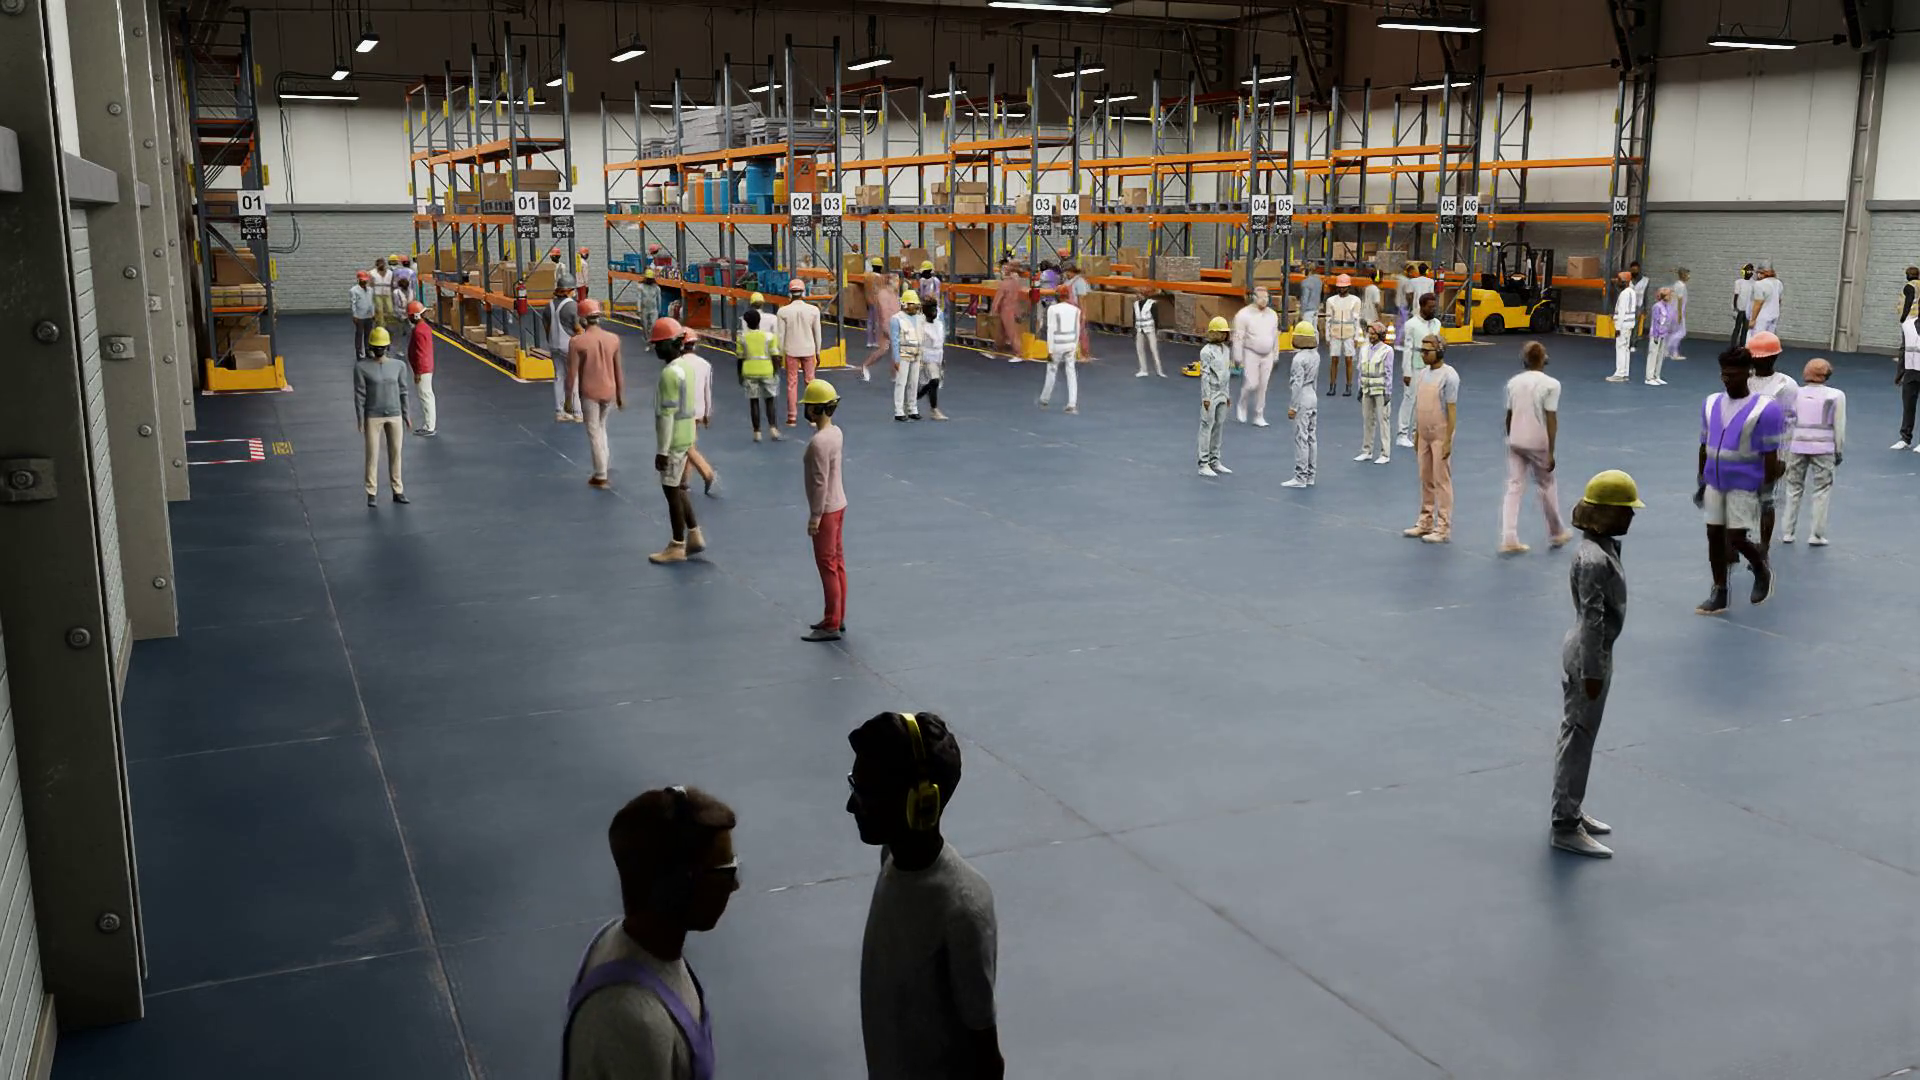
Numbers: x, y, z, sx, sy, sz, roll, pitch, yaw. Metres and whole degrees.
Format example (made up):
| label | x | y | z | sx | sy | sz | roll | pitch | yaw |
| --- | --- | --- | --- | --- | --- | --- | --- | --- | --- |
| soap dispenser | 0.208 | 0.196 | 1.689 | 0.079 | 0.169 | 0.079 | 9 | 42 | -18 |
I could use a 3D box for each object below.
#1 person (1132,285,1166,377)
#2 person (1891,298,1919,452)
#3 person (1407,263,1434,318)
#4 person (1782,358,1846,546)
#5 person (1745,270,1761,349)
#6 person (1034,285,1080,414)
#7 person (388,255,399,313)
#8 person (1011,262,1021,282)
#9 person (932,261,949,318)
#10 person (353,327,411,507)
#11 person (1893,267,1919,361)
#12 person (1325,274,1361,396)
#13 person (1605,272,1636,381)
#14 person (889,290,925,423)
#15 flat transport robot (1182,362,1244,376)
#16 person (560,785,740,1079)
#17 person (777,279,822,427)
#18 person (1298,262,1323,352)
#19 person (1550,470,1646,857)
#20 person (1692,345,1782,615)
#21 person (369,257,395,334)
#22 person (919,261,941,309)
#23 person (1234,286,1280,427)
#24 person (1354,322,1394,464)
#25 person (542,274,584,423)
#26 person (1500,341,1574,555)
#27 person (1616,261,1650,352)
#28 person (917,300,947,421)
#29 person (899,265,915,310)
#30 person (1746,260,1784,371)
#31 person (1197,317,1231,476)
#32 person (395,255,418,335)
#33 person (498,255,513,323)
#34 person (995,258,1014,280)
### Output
| label | x | y | z | sx | sy | sz | roll | pitch | yaw |
| --- | --- | --- | --- | --- | --- | --- | --- | --- | --- |
| person | 3.337 | -3.668 | 29.278 | 0.645 | 1.610 | 0.413 | 11 | 15 | 43 |
| person | 11.652 | -2.022 | 20.146 | 0.397 | 1.911 | 0.588 | -6 | 13 | -28 |
| person | 9.402 | -4.716 | 33.937 | 0.532 | 1.868 | 0.310 | 4 | 12 | 20 |
| person | 7.355 | -0.758 | 14.424 | 0.541 | 1.630 | 0.380 | 11 | 16 | 44 |
| person | 15.434 | -4.365 | 32.220 | 0.344 | 1.842 | 0.506 | 5 | 12 | 22 |
| person | 1.442 | -2.779 | 24.152 | 0.610 | 1.836 | 0.956 | -6 | 13 | -28 |
| person | -15.430 | -6.911 | 45.410 | 0.304 | 1.743 | 0.494 | -7 | 13 | -32 |
| person | 1.425 | -6.248 | 42.323 | 0.276 | 1.633 | 0.507 | -2 | 11 | -9 |
| person | -0.511 | -7.100 | 46.005 | 0.594 | 1.889 | 0.822 | -3 | 12 | -16 |
| person | -5.683 | -1.215 | 16.409 | 0.529 | 1.765 | 0.327 | -8 | 14 | -34 |
| person | 18.468 | -4.388 | 32.356 | 0.619 | 1.839 | 0.430 | -9 | 15 | -40 |
| person | 6.017 | -3.220 | 26.197 | 0.539 | 1.929 | 0.385 | 4 | 12 | 19 |
| person | 11.388 | -3.663 | 28.577 | 0.374 | 1.880 | 0.579 | 7 | 13 | 33 |
| person | -0.709 | -2.530 | 22.945 | 0.403 | 1.824 | 0.594 | 10 | 15 | 40 |
| flat transport robot | 4.705 | -3.051 | 29.549 | 1.431 | 0.197 | 0.652 | 0 | 11 | -1 |
| person | -0.591 | 1.360 | 3.177 | 0.370 | 1.833 | 0.549 | -2 | 11 | -9 |
| person | -2.177 | -2.525 | 22.507 | 0.611 | 1.985 | 0.393 | -3 | 11 | -13 |
| person | 6.759 | -4.411 | 32.208 | 0.372 | 1.940 | 0.627 | 10 | 15 | 41 |
| person | 2.882 | 0.544 | 7.527 | 0.306 | 1.741 | 0.493 | 4 | 12 | 21 |
| person | 5.577 | -0.426 | 11.934 | 0.520 | 1.946 | 0.600 | -6 | 13 | -27 |
| person | -13.723 | -5.798 | 39.555 | 0.558 | 1.822 | 0.488 | -7 | 13 | -32 |
| person | -0.637 | -4.682 | 33.655 | 0.410 | 1.918 | 0.585 | -11 | 15 | -43 |
| person | 4.023 | -2.475 | 22.471 | 0.670 | 1.892 | 0.453 | -5 | 12 | -24 |
| person | 4.797 | -1.695 | 19.201 | 0.318 | 1.630 | 0.514 | -7 | 13 | -31 |
| person | -5.386 | -2.650 | 22.997 | 0.674 | 2.000 | 0.537 | 7 | 13 | 32 |
| person | 4.934 | -0.781 | 14.136 | 0.922 | 1.790 | 0.557 | -8 | 14 | -36 |
| person | 14.031 | -4.880 | 34.708 | 0.645 | 1.895 | 0.555 | 3 | 12 | 17 |
| person | -0.455 | -2.522 | 23.270 | 0.699 | 1.675 | 0.542 | 7 | 13 | 33 |
| person | -1.057 | -4.553 | 33.167 | 0.389 | 1.846 | 0.566 | 0 | 11 | -1 |
| person | 14.347 | -3.988 | 29.798 | 0.672 | 2.000 | 0.536 | -6 | 13 | -29 |
| person | 2.826 | -1.582 | 18.331 | 0.294 | 1.744 | 0.487 | 9 | 14 | 40 |
| person | -13.083 | -5.784 | 39.354 | 0.589 | 1.875 | 1.011 | 0 | 11 | 2 |
| person | -11.932 | -6.623 | 43.705 | 0.562 | 1.835 | 0.759 | -6 | 12 | -26 |
| person | 1.051 | -5.558 | 38.257 | 0.550 | 1.851 | 0.434 | -5 | 12 | -24 |
